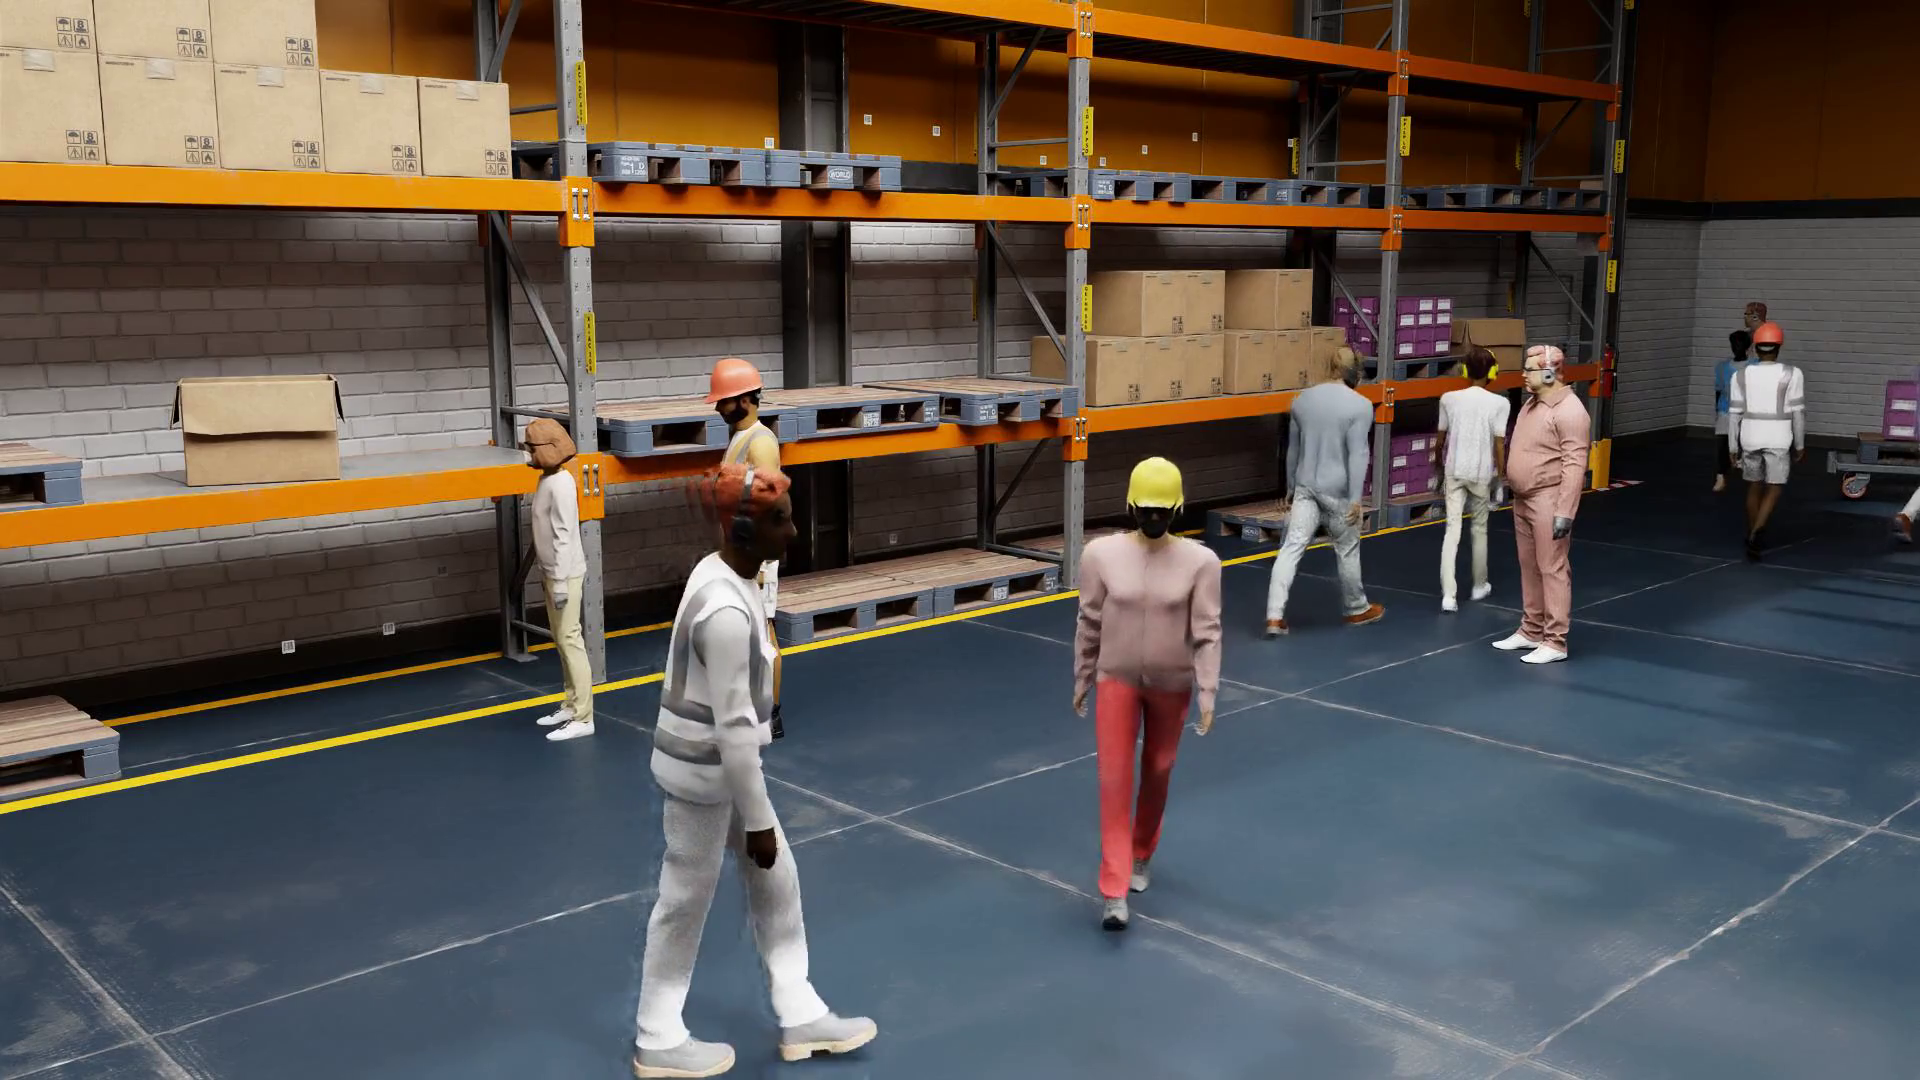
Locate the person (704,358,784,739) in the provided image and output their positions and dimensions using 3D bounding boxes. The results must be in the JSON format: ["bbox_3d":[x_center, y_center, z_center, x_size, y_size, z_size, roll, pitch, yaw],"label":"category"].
[{"bbox_3d":[-1.079,0.056,8.345,0.373,1.928,0.543,-3,10,-19],"label":"person"}]

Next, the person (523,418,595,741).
[{"bbox_3d":[-2.042,0.193,8.430,0.284,1.627,0.505,-4,10,-22],"label":"person"}]

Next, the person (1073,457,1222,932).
[{"bbox_3d":[0.679,0.550,6.059,0.537,1.704,0.928,1,10,4],"label":"person"}]

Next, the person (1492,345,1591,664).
[{"bbox_3d":[3.479,-0.214,9.992,0.401,1.904,0.646,-1,10,-6],"label":"person"}]

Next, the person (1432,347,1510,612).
[{"bbox_3d":[3.510,-0.423,11.516,0.538,1.813,0.996,5,11,28],"label":"person"}]

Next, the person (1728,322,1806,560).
[{"bbox_3d":[6.480,-0.800,13.416,0.876,1.911,0.563,-9,13,-43],"label":"person"}]

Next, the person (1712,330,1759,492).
[{"bbox_3d":[8.086,-1.342,17.248,0.541,1.677,0.672,9,13,44],"label":"person"}]

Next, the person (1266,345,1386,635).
[{"bbox_3d":[2.348,-0.316,10.703,1.042,1.886,0.686,-8,13,-40],"label":"person"}]

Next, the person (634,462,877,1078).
[{"bbox_3d":[-0.592,0.693,4.840,0.843,1.846,0.609,0,10,-3],"label":"person"}]

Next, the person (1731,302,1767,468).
[{"bbox_3d":[9.088,-1.771,19.100,0.400,1.907,0.645,5,11,29],"label":"person"}]

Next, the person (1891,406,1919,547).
[{"bbox_3d":[7.968,-0.809,13.423,0.593,1.927,0.631,-3,10,-16],"label":"person"}]
